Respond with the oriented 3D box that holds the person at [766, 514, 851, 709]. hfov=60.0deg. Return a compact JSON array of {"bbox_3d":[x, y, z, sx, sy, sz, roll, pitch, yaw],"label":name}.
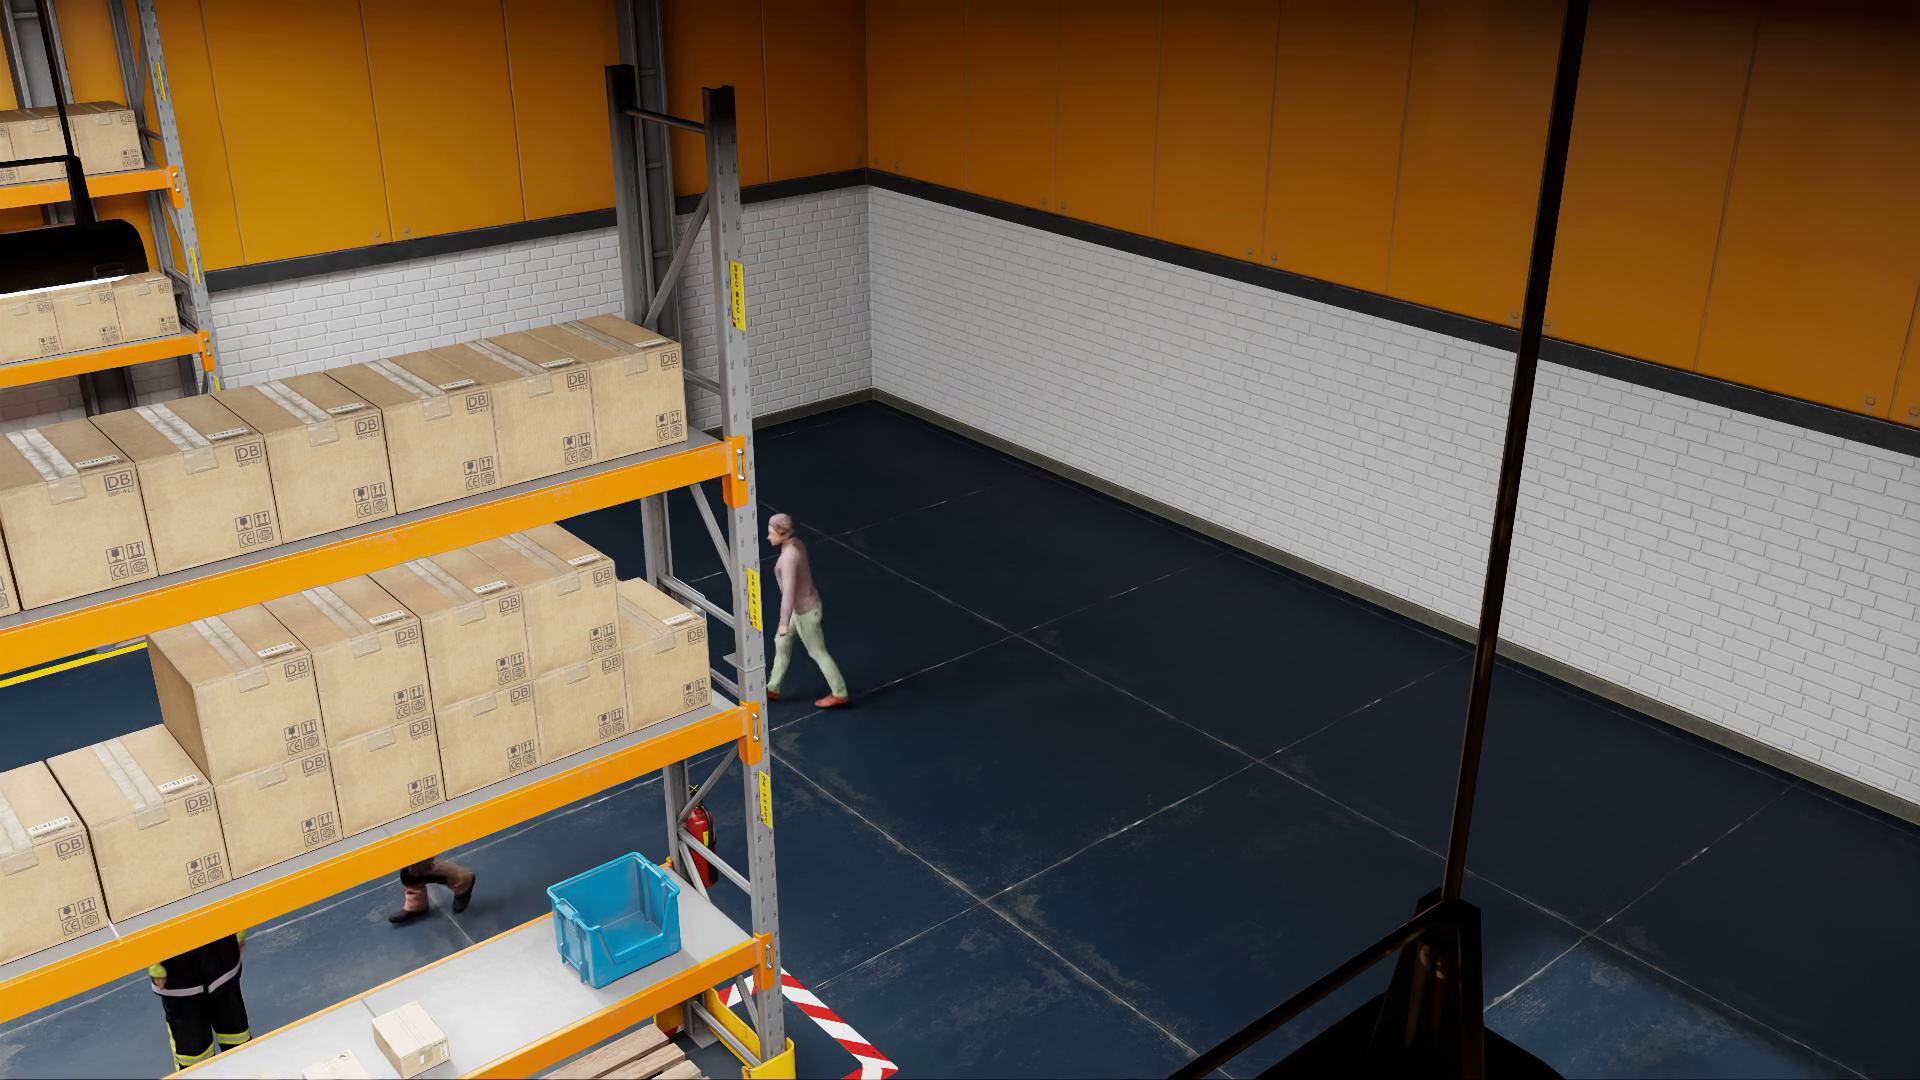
[{"bbox_3d":[-1.255,0.616,14.143,1.257,1.828,1.094,0,24,0],"label":"person"}]
